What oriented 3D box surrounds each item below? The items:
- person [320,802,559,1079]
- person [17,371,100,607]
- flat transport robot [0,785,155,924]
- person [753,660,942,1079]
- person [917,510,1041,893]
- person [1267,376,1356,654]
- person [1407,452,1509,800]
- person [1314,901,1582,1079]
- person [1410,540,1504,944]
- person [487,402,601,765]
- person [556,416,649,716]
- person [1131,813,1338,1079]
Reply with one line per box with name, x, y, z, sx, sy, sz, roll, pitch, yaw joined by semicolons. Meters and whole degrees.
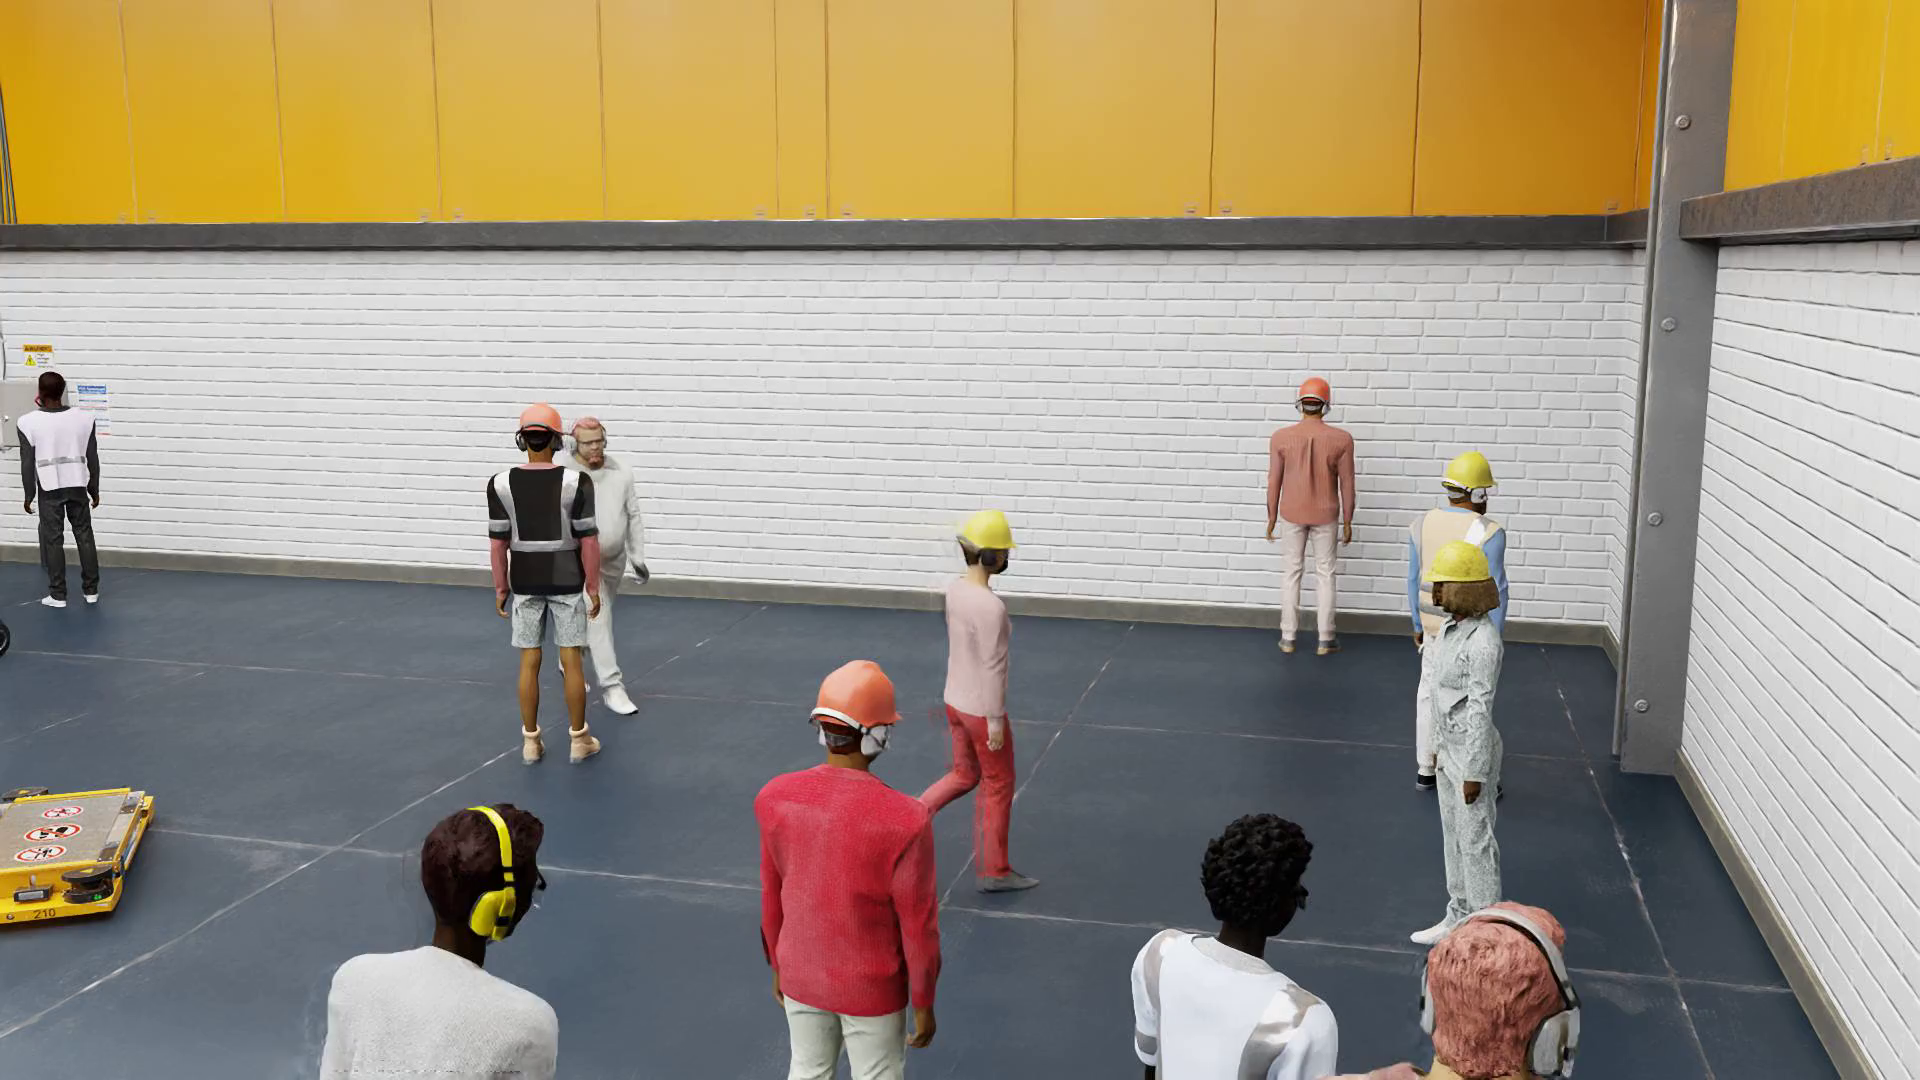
person;-1.009;1.400;3.241;0.601;1.794;0.993;4;11;25
person;-7.318;-0.413;13.557;0.391;1.921;0.591;9;13;44
flat transport robot;-4.164;1.412;7.660;0.652;0.197;1.431;-3;10;-19
person;-0.295;1.193;4.630;0.569;1.741;0.354;5;11;28
person;0.001;0.734;7.349;0.652;1.748;0.523;-4;10;-23
person;2.518;-0.176;11.952;0.623;1.990;0.401;2;10;14
person;2.622;0.451;8.728;0.404;1.834;0.592;-6;12;-33
person;0.746;1.481;2.516;0.661;1.889;0.473;7;12;36
person;1.984;0.858;6.631;0.343;1.735;0.484;0;10;-1
person;-2.310;0.249;9.321;0.605;2.037;0.388;0;10;-2
person;-2.351;0.126;10.586;0.994;1.861;0.624;9;13;44
person;0.579;1.405;3.549;0.320;1.686;0.538;-8;13;-40
